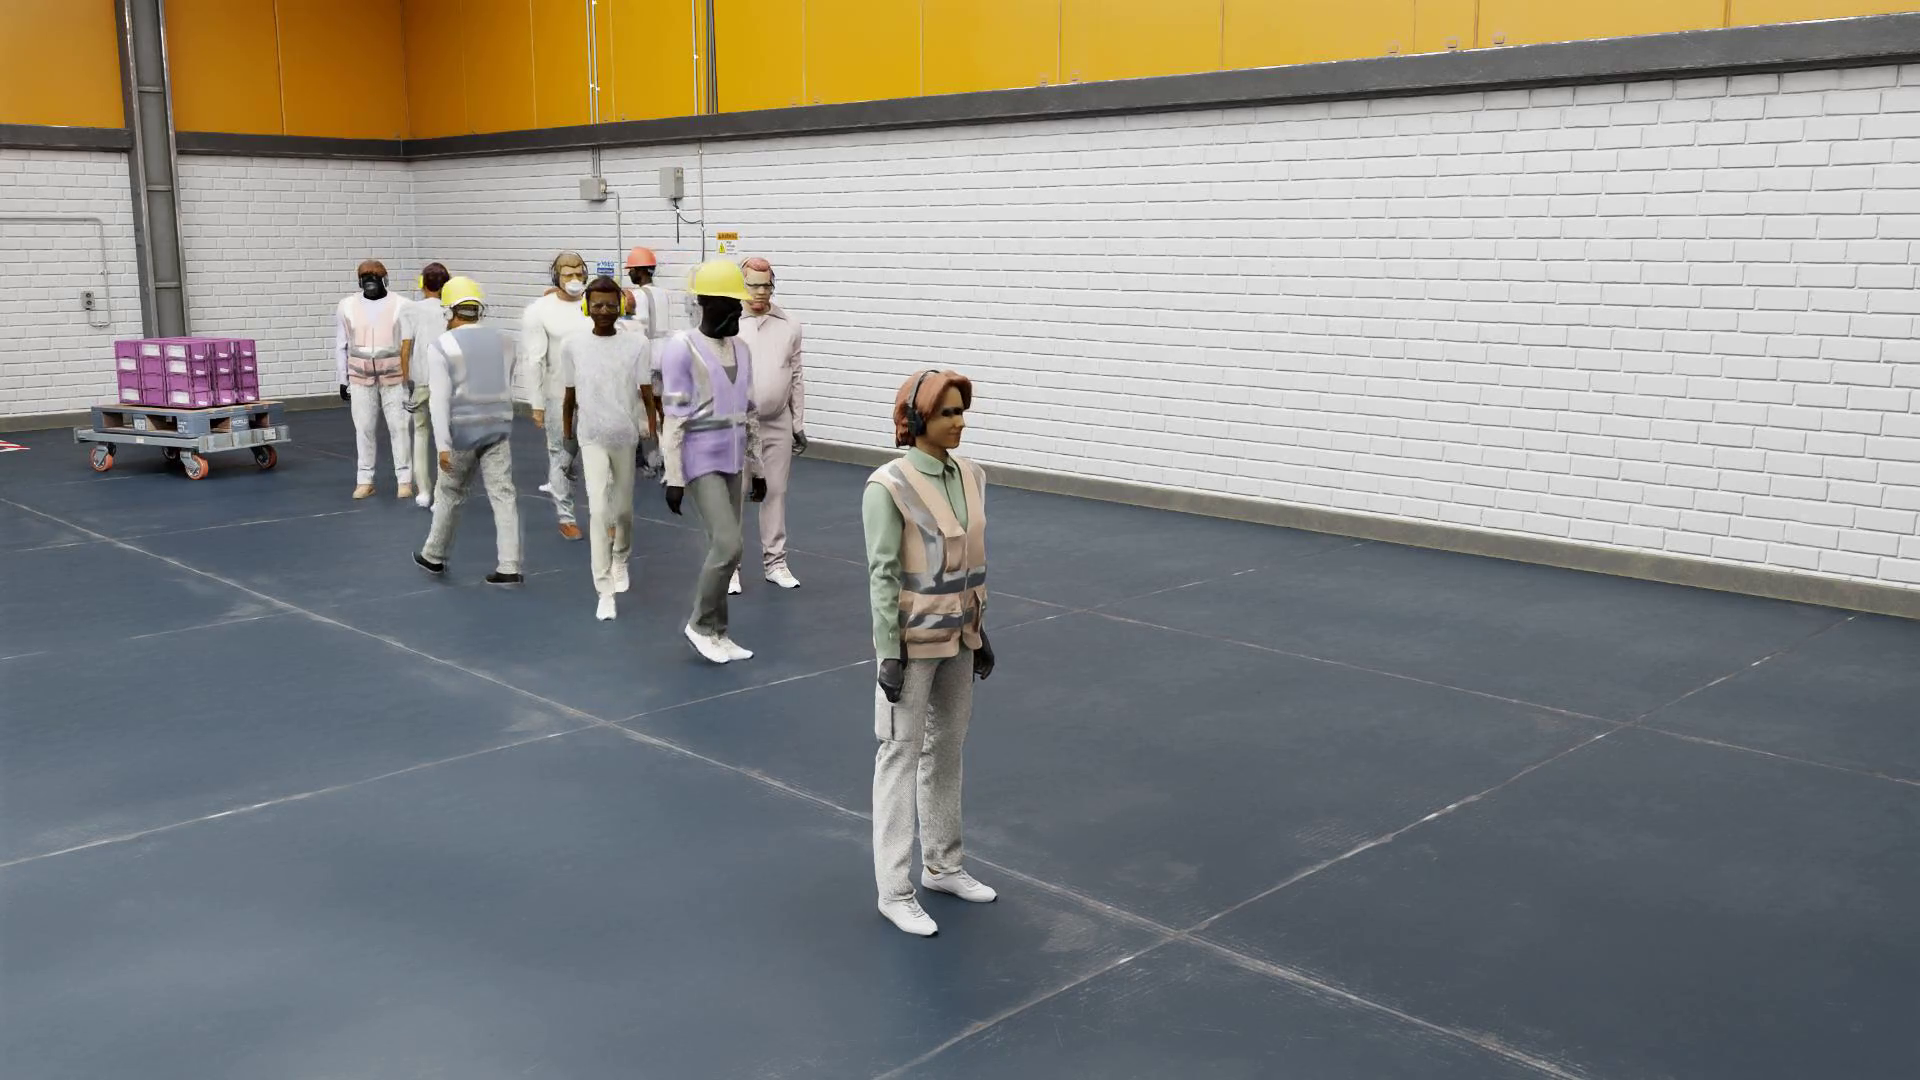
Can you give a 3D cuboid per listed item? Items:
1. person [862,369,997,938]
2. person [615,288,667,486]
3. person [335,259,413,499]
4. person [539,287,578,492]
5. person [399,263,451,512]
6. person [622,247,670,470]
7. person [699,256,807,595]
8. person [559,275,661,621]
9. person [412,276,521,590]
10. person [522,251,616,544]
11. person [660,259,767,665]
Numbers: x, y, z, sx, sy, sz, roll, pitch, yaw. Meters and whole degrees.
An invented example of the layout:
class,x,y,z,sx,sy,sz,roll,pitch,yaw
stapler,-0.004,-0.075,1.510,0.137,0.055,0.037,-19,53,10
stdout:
class,x,y,z,sx,sy,sz,roll,pitch,yaw
person,-0.089,0.318,4.899,0.307,1.643,0.514,7,13,35
person,-2.624,-1.235,13.469,0.787,1.606,0.519,4,11,20
person,-4.473,-1.231,12.808,0.633,1.839,0.429,-2,11,-9
person,-3.060,-1.162,13.010,0.571,1.615,0.515,7,13,35
person,-3.875,-1.123,12.277,0.507,1.811,0.807,-4,11,-23
person,-2.763,-1.551,14.330,0.683,1.915,0.581,3,11,17
person,-1.162,-0.649,9.465,0.639,1.904,0.409,-6,12,-28
person,-1.919,-0.542,9.119,0.535,1.828,0.959,-3,11,-14
person,-2.857,-0.620,9.627,0.905,1.777,0.586,10,14,43
person,-2.479,-0.906,10.819,0.662,1.908,0.819,-6,12,-30
person,-1.122,-0.349,7.805,0.439,1.907,0.608,5,12,27
